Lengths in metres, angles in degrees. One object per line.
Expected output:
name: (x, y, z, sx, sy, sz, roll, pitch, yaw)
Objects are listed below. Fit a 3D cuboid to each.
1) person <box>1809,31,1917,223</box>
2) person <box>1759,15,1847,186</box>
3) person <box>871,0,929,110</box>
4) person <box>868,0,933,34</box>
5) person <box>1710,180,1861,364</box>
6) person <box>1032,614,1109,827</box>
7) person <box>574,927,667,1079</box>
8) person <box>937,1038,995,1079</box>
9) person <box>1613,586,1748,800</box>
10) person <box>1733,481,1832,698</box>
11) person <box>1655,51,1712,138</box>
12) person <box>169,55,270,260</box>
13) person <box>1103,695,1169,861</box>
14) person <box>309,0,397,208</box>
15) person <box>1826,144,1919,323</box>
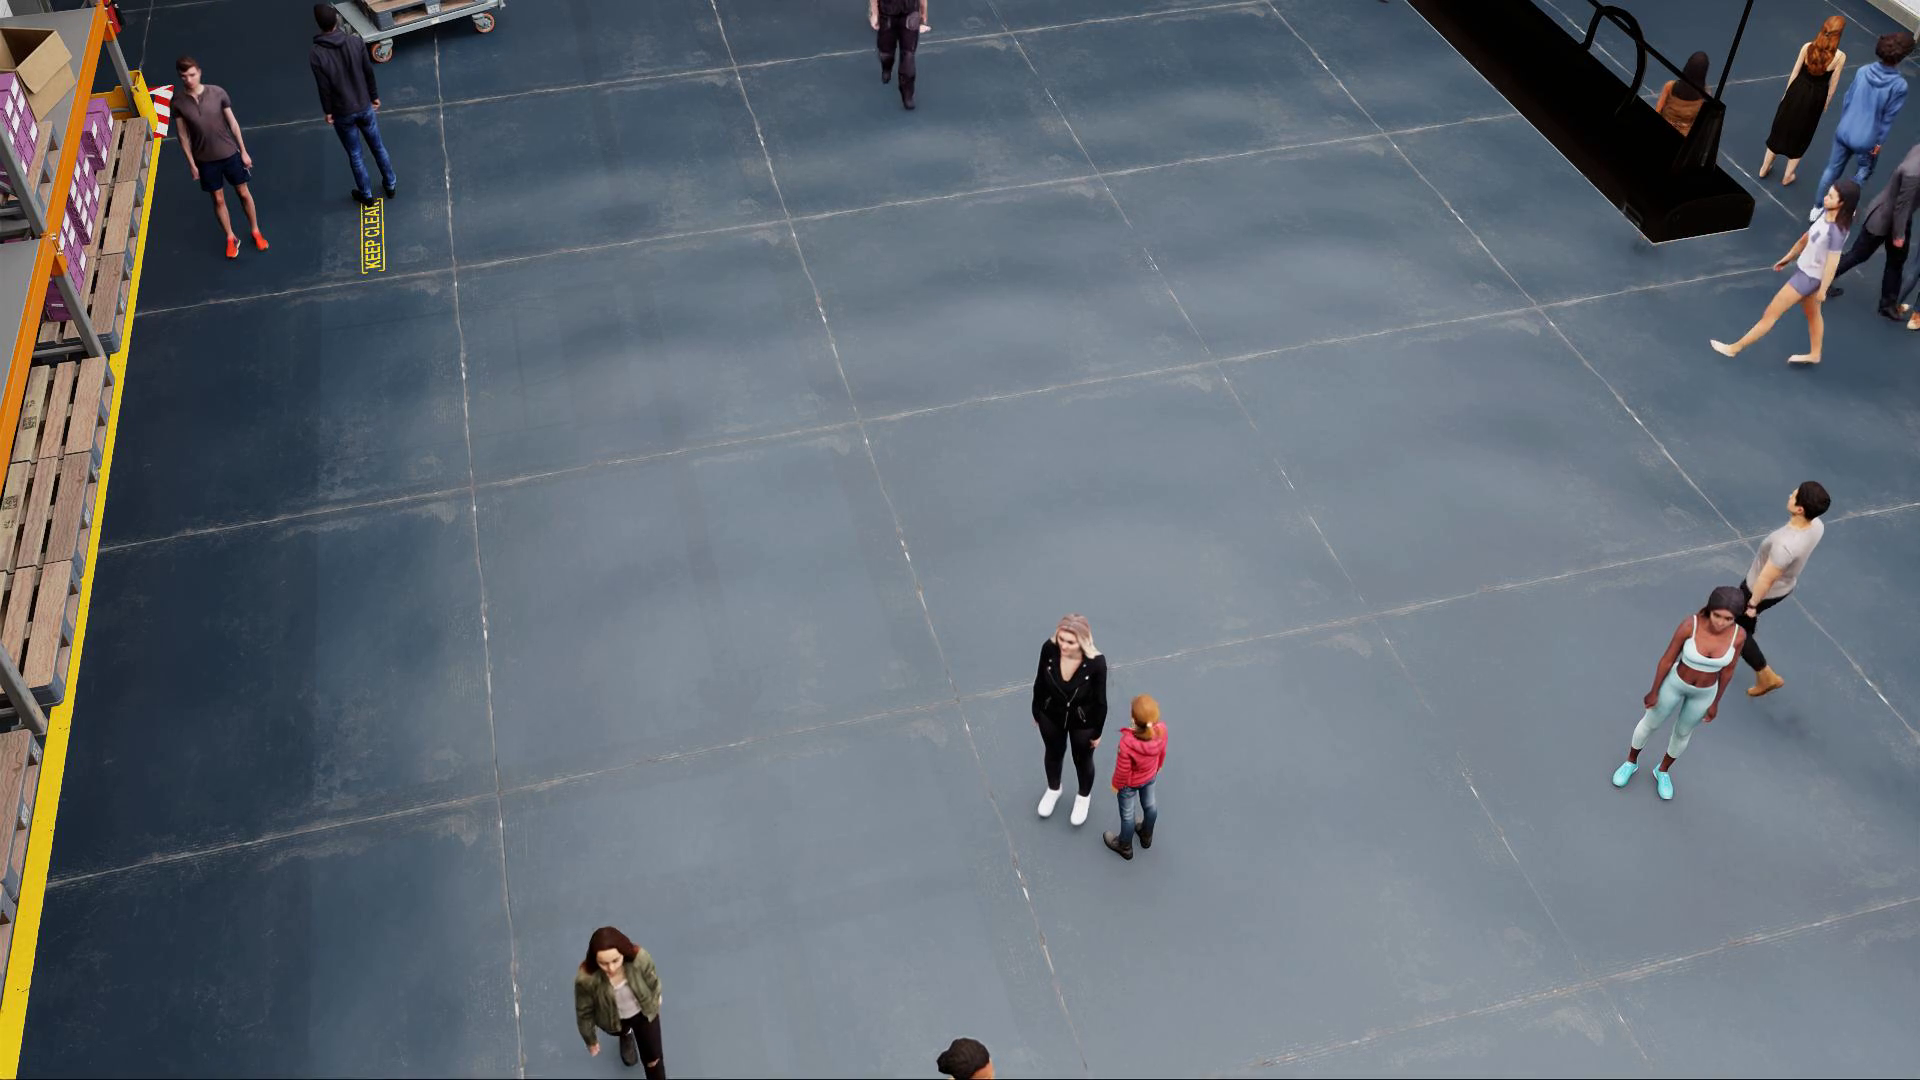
person: (7.867, -3.568, 14.614, 0.846, 1.794, 0.731, -24, 49, -23)
person: (7.725, -4.027, 15.218, 0.665, 1.623, 0.728, 23, 48, 22)
person: (-0.615, -5.169, 16.266, 0.788, 1.832, 0.926, -5, 44, -5)
person: (-0.796, -6.243, 17.407, 1.136, 1.813, 1.087, 20, 47, 20)
person: (6.785, -2.057, 13.108, 1.027, 1.683, 1.135, 10, 45, 11)
person: (0.657, 1.045, 9.852, 0.691, 1.683, 0.727, 16, 46, 16)
person: (-1.752, 2.391, 8.618, 0.631, 1.436, 0.988, -13, 45, -13)
person: (0.040, 2.868, 7.954, 0.749, 1.660, 0.679, 18, 47, 18)
person: (4.356, 0.904, 9.969, 0.656, 1.725, 0.685, 12, 45, 13)
person: (5.197, 0.330, 10.583, 0.793, 1.708, 0.958, -27, 50, -26)
person: (6.215, -3.445, 14.581, 0.924, 1.660, 1.103, 12, 45, 12)
person: (-6.381, -3.307, 14.297, 0.694, 1.852, 0.598, -18, 46, -18)
person: (1.052, 1.385, 9.759, 0.572, 1.318, 0.574, -23, 48, -22)
person: (-5.444, -3.879, 14.868, 0.760, 1.893, 0.730, -30, 51, -28)
person: (7.589, -2.666, 13.677, 1.219, 1.778, 1.068, 27, 50, 26)
